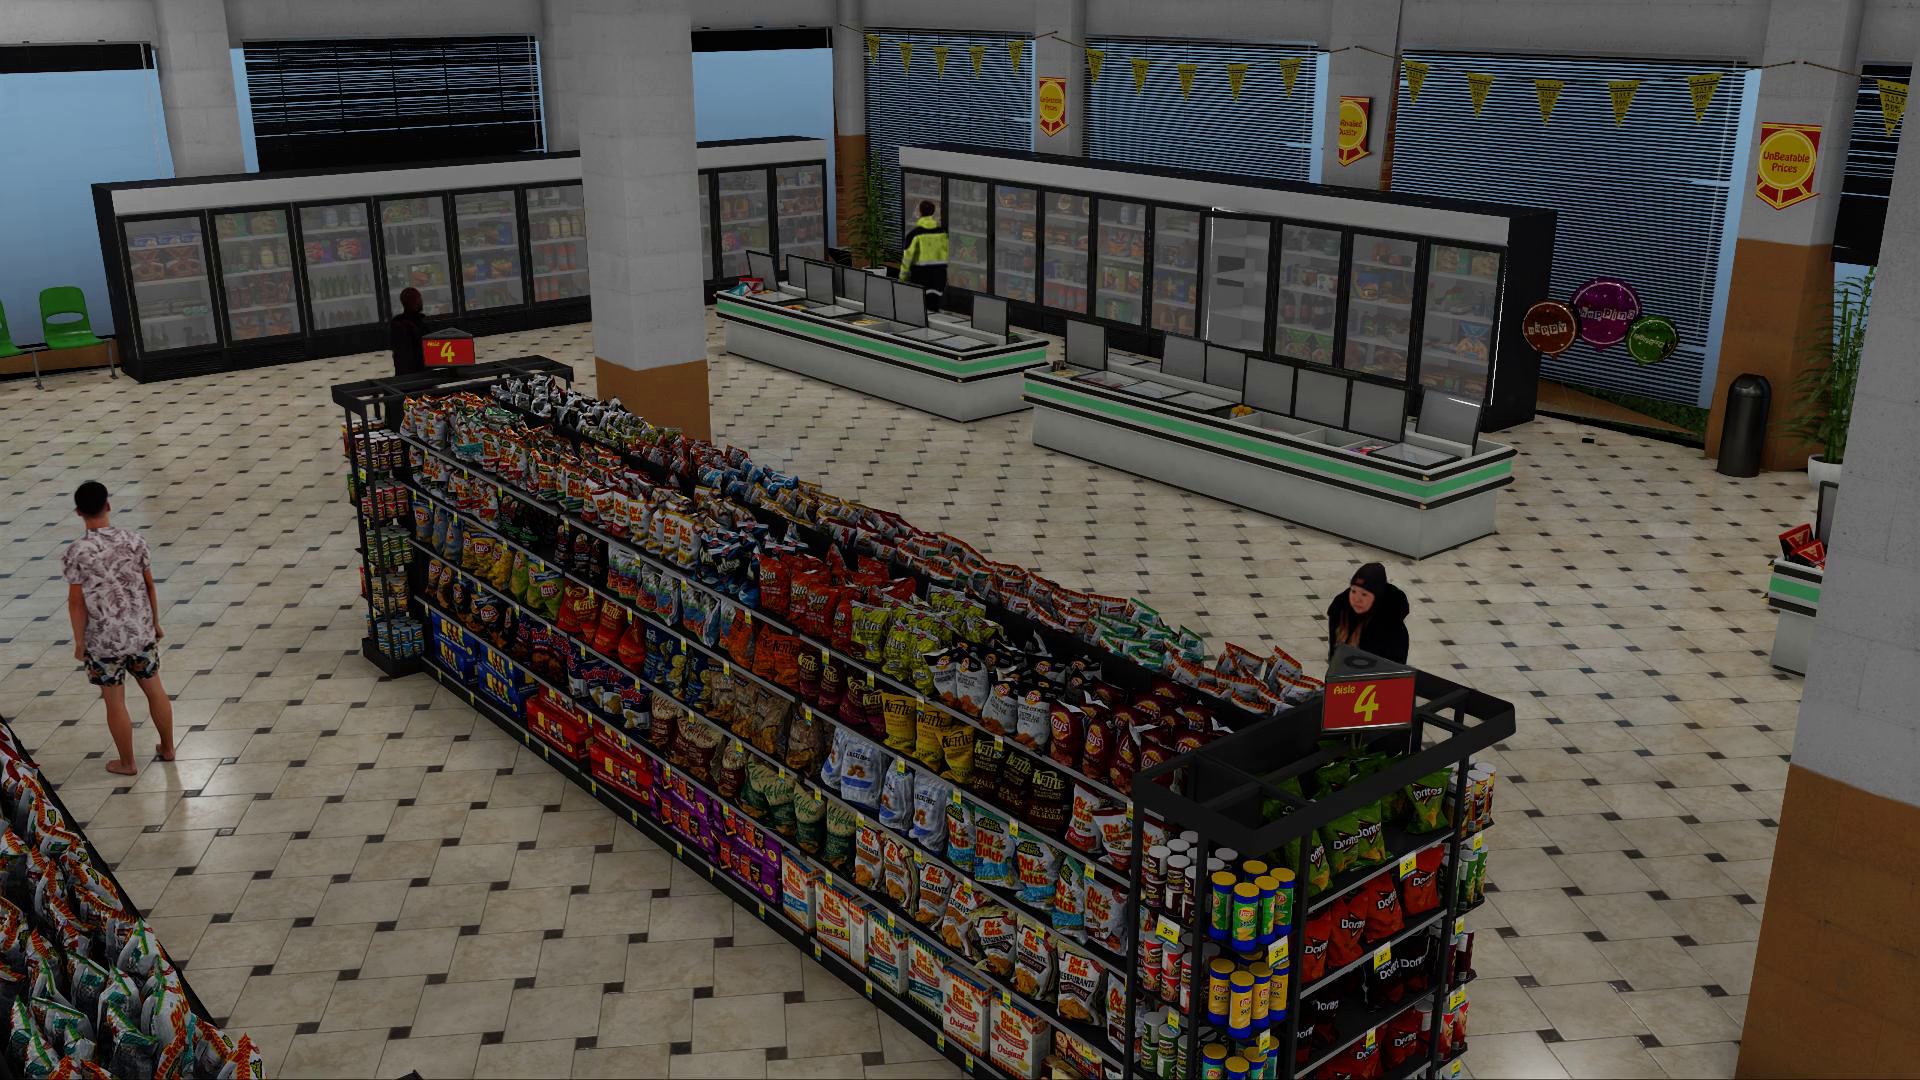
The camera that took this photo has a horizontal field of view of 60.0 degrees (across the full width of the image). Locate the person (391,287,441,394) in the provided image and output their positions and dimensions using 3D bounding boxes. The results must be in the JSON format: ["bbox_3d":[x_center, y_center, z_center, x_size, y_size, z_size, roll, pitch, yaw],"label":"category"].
[{"bbox_3d":[-5.385,-1.536,16.214,1.068,1.802,0.971,10,21,28],"label":"person"}]

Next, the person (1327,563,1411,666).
[{"bbox_3d":[2.296,0.909,9.239,0.748,1.626,0.973,-16,24,-39],"label":"person"}]

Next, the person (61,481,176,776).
[{"bbox_3d":[-5.088,0.535,10.055,0.615,1.814,0.710,15,24,37],"label":"person"}]

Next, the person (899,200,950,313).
[{"bbox_3d":[-0.370,-3.311,21.262,0.801,1.942,1.121,-14,23,-36],"label":"person"}]
